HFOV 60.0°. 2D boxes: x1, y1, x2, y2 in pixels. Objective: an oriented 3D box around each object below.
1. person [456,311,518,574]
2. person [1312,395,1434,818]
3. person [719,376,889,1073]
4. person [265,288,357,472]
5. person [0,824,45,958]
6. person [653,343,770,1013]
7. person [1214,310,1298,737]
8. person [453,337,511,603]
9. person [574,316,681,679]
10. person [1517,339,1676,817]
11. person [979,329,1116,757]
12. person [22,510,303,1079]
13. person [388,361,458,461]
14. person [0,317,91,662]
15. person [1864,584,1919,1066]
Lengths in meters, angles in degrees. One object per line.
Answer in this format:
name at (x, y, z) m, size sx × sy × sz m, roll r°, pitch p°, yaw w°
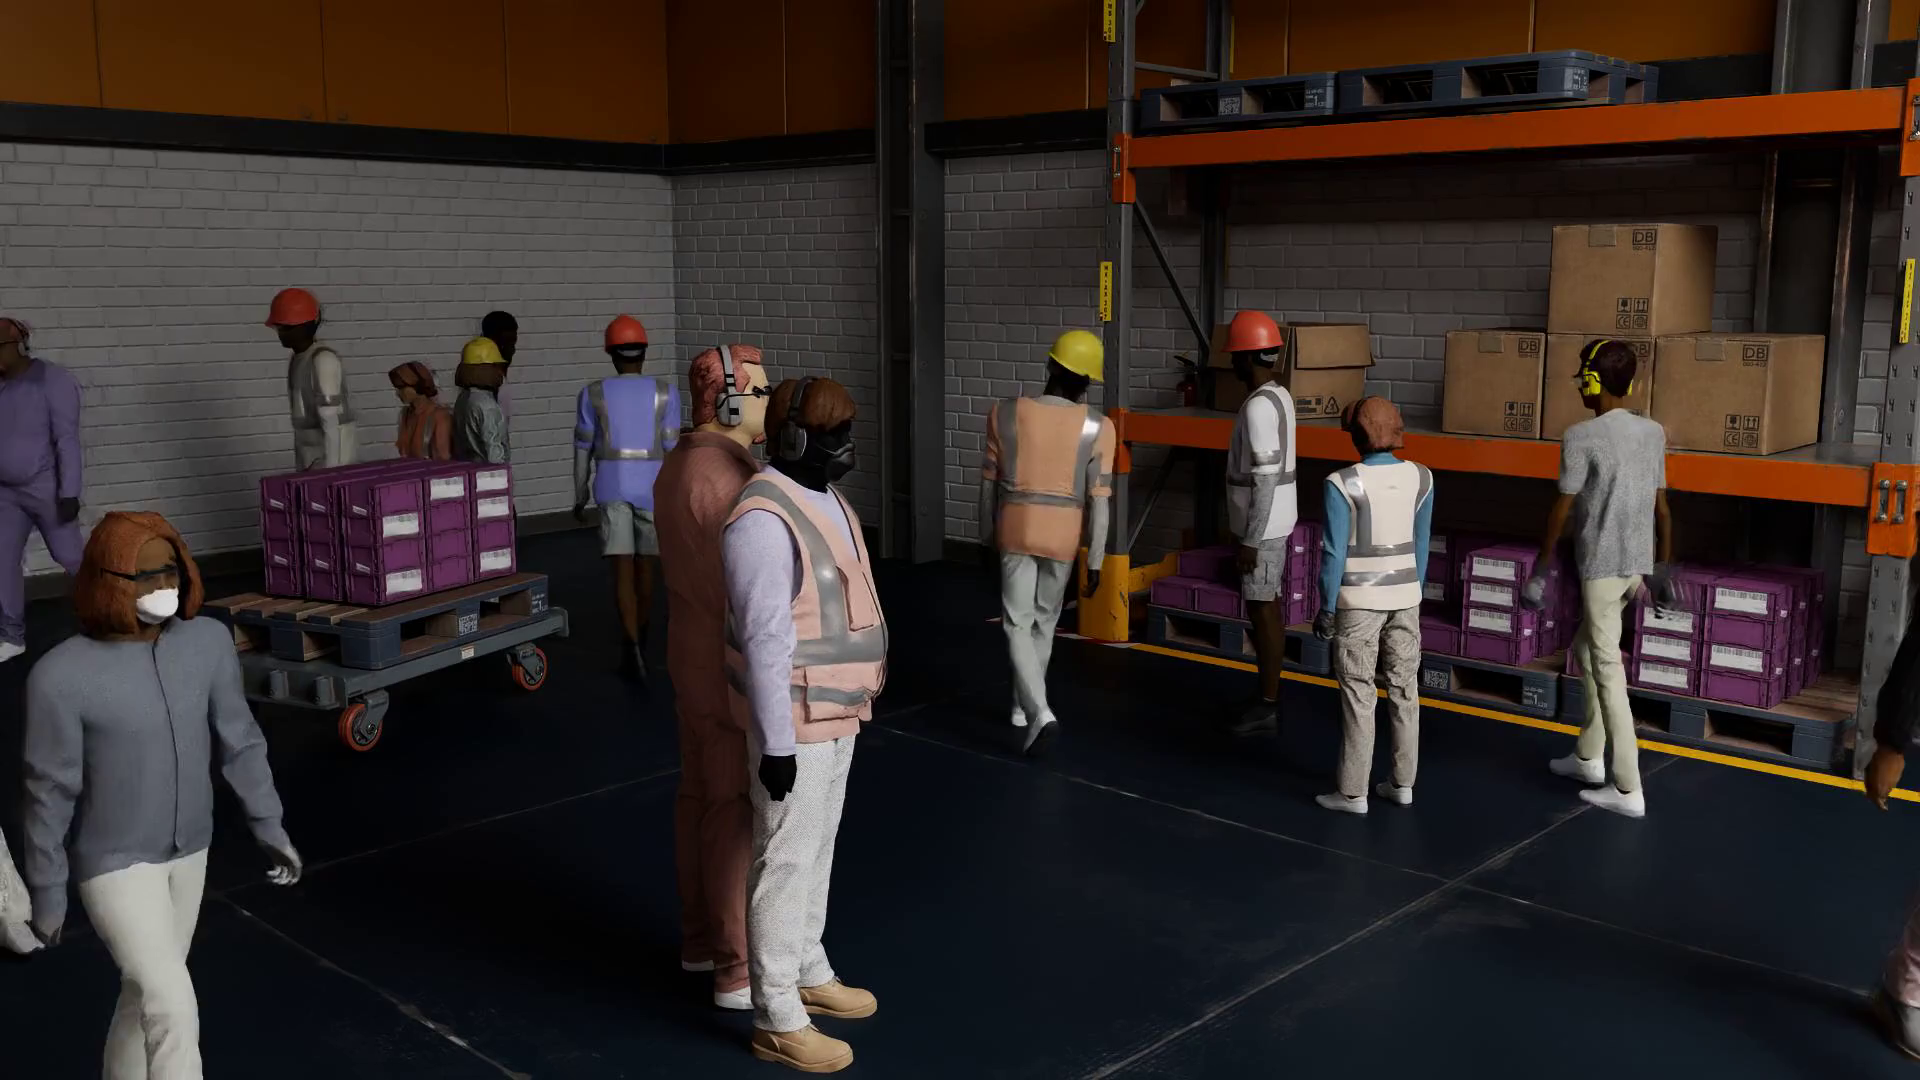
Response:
person at (-2.950, -0.446, 10.063) m, size 0.669 × 1.874 × 0.639 m, roll -2°, pitch 10°, yaw -14°
person at (1.601, 0.259, 6.452) m, size 0.513 × 1.640 × 0.313 m, roll -4°, pitch 10°, yaw -24°
person at (-0.408, 0.478, 4.494) m, size 0.429 × 1.840 × 0.633 m, roll 2°, pitch 9°, yaw 10°
person at (-3.752, -0.474, 9.819) m, size 0.646 × 1.999 × 0.711 m, roll -7°, pitch 12°, yaw -37°
person at (-3.118, 0.518, 4.975) m, size 0.709 × 1.609 × 0.533 m, roll 5°, pitch 11°, yaw 30°
person at (-0.645, 0.393, 4.813) m, size 0.406 × 1.910 × 0.639 m, roll -4°, pitch 10°, yaw -24°
person at (1.337, -0.068, 7.556) m, size 0.375 × 1.934 × 0.547 m, roll 3°, pitch 10°, yaw 17°
person at (-2.654, -0.264, 9.341) m, size 0.295 × 1.744 × 0.484 m, roll -7°, pitch 12°, yaw -38°
person at (-1.751, -0.238, 8.829) m, size 0.563 × 1.878 × 1.039 m, roll -2°, pitch 10°, yaw -15°
person at (2.519, 0.133, 6.610) m, size 0.524 × 1.843 × 0.738 m, roll -5°, pitch 11°, yaw -30°
person at (0.376, -0.003, 7.357) m, size 0.596 × 1.859 × 0.851 m, roll 0°, pitch 9°, yaw -1°
person at (-1.717, 0.731, 3.675) m, size 0.735 × 1.600 × 0.501 m, roll 4°, pitch 10°, yaw 21°
person at (-3.042, -0.221, 9.505) m, size 0.535 × 1.586 × 0.838 m, roll 7°, pitch 11°, yaw 35°
person at (-5.110, -0.308, 9.238) m, size 0.649 × 1.873 × 0.919 m, roll 1°, pitch 9°, yaw 5°
person at (2.609, 0.497, 4.080) m, size 0.651 × 1.927 × 1.051 m, roll -2°, pitch 9°, yaw -9°
